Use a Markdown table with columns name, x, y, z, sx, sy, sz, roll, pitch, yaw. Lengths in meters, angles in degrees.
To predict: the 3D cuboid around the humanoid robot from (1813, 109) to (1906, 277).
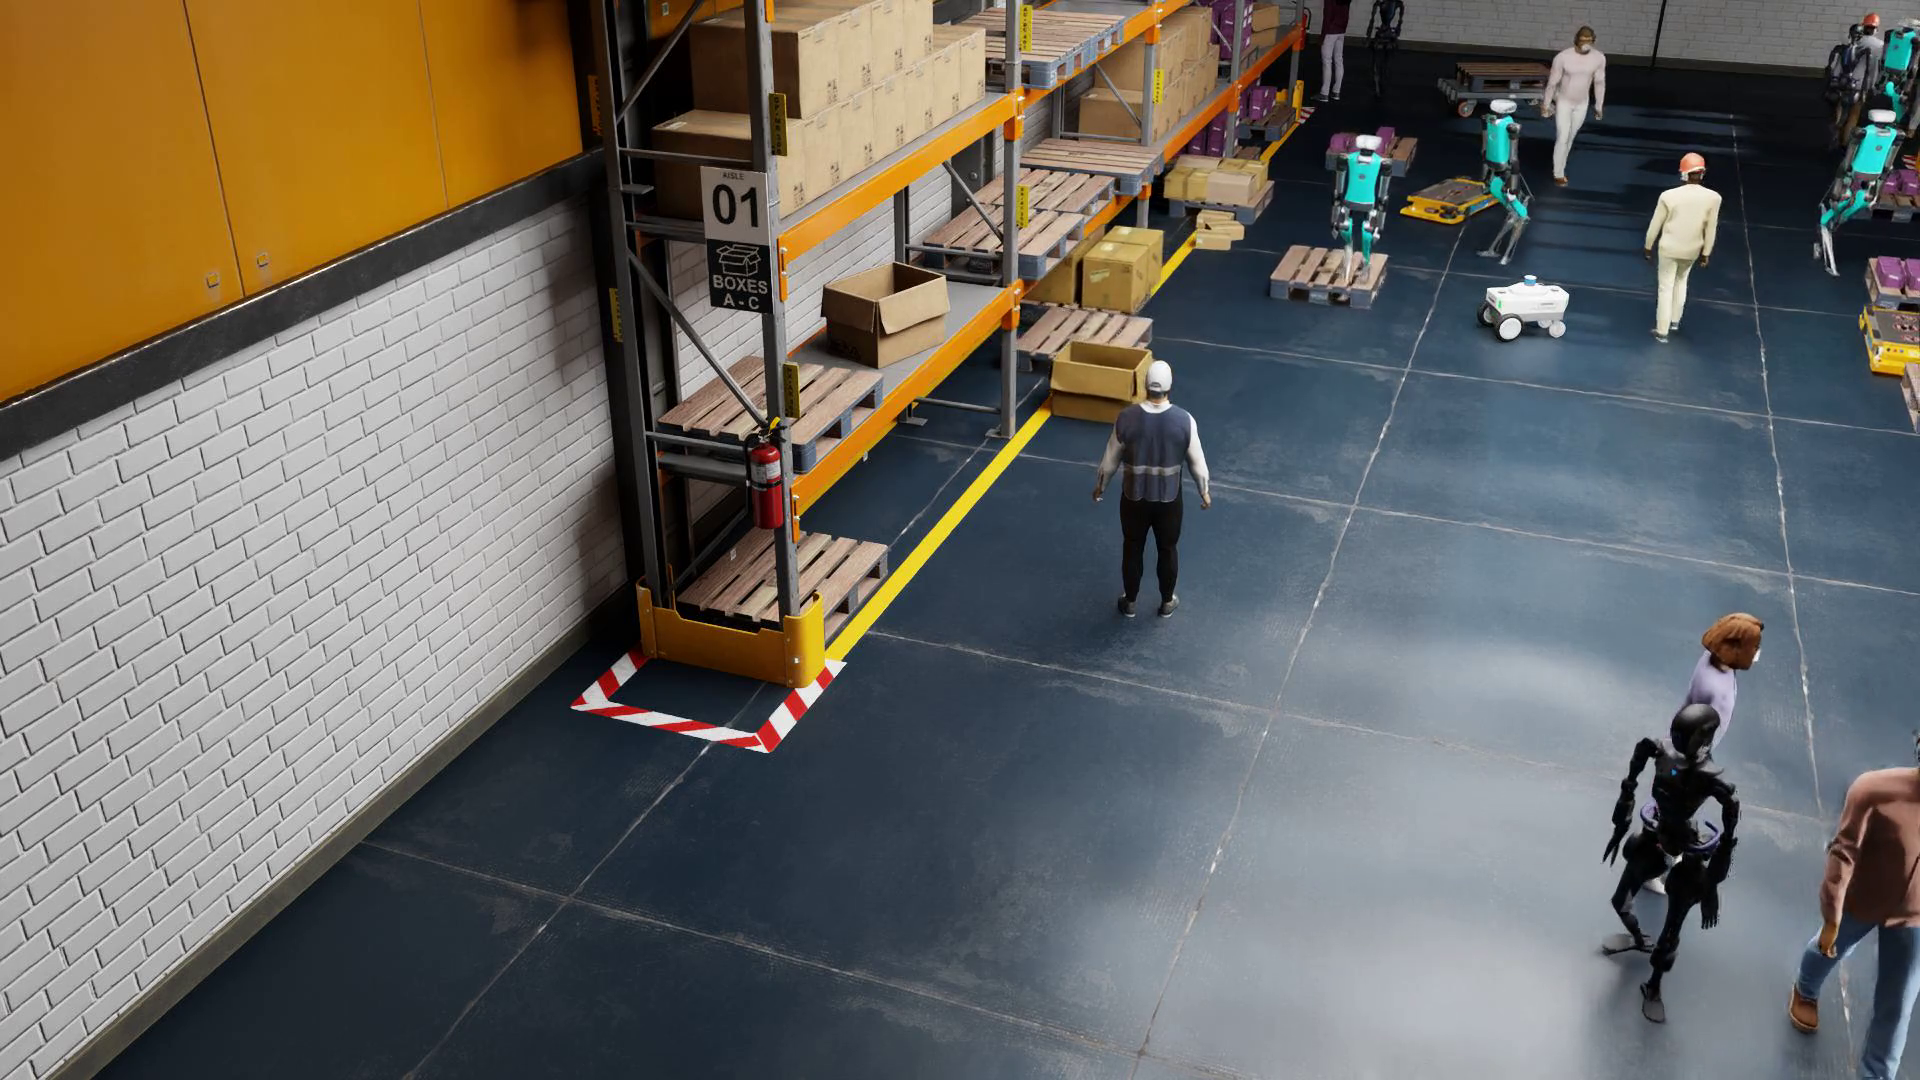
| name | x | y | z | sx | sy | sz | roll | pitch | yaw |
| --- | --- | --- | --- | --- | --- | --- | --- | --- | --- |
| humanoid robot | 9.160 | -3.613 | 17.223 | 0.555 | 1.830 | 0.889 | 0 | 27 | -1 |

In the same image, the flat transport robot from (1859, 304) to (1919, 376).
| name | x | y | z | sx | sy | sz | roll | pitch | yaw |
| --- | --- | --- | --- | --- | --- | --- | --- | --- | --- |
| flat transport robot | 8.695 | -1.822 | 15.284 | 0.659 | 0.231 | 1.431 | 10 | 29 | 19 |

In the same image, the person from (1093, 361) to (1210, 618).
| name | x | y | z | sx | sy | sz | roll | pitch | yaw |
| --- | --- | --- | --- | --- | --- | --- | --- | --- | --- |
| person | 1.237 | -0.314 | 10.732 | 0.757 | 1.757 | 0.449 | 3 | 27 | 6 |

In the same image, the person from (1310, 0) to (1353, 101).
| name | x | y | z | sx | sy | sz | roll | pitch | yaw |
| --- | --- | --- | --- | --- | --- | --- | --- | --- | --- |
| person | 5.470 | -7.407 | 24.287 | 0.491 | 1.951 | 0.422 | -17 | 32 | -29 |

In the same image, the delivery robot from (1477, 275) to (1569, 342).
| name | x | y | z | sx | sy | sz | roll | pitch | yaw |
| --- | --- | --- | --- | --- | --- | --- | --- | --- | --- |
| delivery robot | 5.328 | -2.198 | 15.697 | 0.782 | 0.589 | 0.499 | -3 | 27 | -5 |

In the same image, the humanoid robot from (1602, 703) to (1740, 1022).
| name | x | y | z | sx | sy | sz | roll | pitch | yaw |
| --- | --- | --- | --- | --- | --- | --- | --- | --- | --- |
| humanoid robot | 3.236 | 1.397 | 7.512 | 0.474 | 1.647 | 0.607 | -17 | 32 | -29 |

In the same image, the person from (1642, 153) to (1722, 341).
| name | x | y | z | sx | sy | sz | roll | pitch | yaw |
| --- | --- | --- | --- | --- | --- | --- | --- | --- | --- |
| person | 6.654 | -2.736 | 15.461 | 0.574 | 1.725 | 0.579 | 0 | 27 | 1 |

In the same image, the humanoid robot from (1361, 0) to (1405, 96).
| name | x | y | z | sx | sy | sz | roll | pitch | yaw |
| --- | --- | --- | --- | --- | --- | --- | --- | --- | --- |
| humanoid robot | 6.270 | -7.435 | 24.670 | 0.605 | 1.647 | 0.593 | -8 | 28 | -16 |

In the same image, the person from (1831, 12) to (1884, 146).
| name | x | y | z | sx | sy | sz | roll | pitch | yaw |
| --- | --- | --- | --- | --- | --- | --- | --- | --- | --- |
| person | 11.759 | -6.027 | 21.842 | 0.568 | 1.728 | 0.669 | 11 | 29 | 21 |

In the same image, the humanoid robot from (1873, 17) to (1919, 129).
| name | x | y | z | sx | sy | sz | roll | pitch | yaw |
| --- | --- | --- | --- | --- | --- | --- | --- | --- | --- |
| humanoid robot | 12.195 | -5.887 | 21.549 | 0.981 | 1.735 | 0.566 | -11 | 29 | -21 |

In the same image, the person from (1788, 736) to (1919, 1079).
| name | x | y | z | sx | sy | sz | roll | pitch | yaw |
| --- | --- | --- | --- | --- | --- | --- | --- | --- | --- |
| person | 3.908 | 1.517 | 7.002 | 0.607 | 1.935 | 1.069 | 7 | 28 | 14 |

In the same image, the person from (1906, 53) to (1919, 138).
| name | x | y | z | sx | sy | sz | roll | pitch | yaw |
| --- | --- | --- | --- | --- | --- | --- | --- | --- | --- |
| person | 13.135 | -6.289 | 22.240 | 0.620 | 1.838 | 0.429 | 12 | 30 | 22 |

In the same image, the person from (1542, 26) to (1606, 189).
| name | x | y | z | sx | sy | sz | roll | pitch | yaw |
| --- | --- | --- | --- | --- | --- | --- | --- | --- | --- |
| person | 7.441 | -5.217 | 20.096 | 0.645 | 1.895 | 0.921 | -2 | 27 | -3 |

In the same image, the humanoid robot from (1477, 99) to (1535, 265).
| name | x | y | z | sx | sy | sz | roll | pitch | yaw |
| --- | --- | --- | --- | --- | --- | --- | --- | --- | --- |
| humanoid robot | 5.763 | -3.748 | 17.411 | 0.774 | 1.748 | 0.578 | -11 | 29 | -21 |

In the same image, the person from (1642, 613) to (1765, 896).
| name | x | y | z | sx | sy | sz | roll | pitch | yaw |
| --- | --- | --- | --- | --- | --- | --- | --- | --- | --- |
| person | 3.647 | 1.054 | 8.239 | 0.345 | 1.611 | 0.508 | 13 | 30 | 24 |

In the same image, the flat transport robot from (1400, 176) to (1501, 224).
| name | x | y | z | sx | sy | sz | roll | pitch | yaw |
| --- | --- | --- | --- | --- | --- | --- | --- | --- | --- |
| flat transport robot | 5.801 | -3.976 | 19.463 | 0.659 | 0.231 | 1.431 | 22 | 35 | 36 |

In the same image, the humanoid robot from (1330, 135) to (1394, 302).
| name | x | y | z | sx | sy | sz | roll | pitch | yaw |
| --- | --- | --- | --- | --- | --- | --- | --- | --- | --- |
| humanoid robot | 3.890 | -3.052 | 16.186 | 0.538 | 1.883 | 0.768 | 10 | 29 | 18 |

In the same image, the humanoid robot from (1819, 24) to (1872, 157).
| name | x | y | z | sx | sy | sz | roll | pitch | yaw |
| --- | --- | --- | --- | --- | --- | --- | --- | --- | --- |
| humanoid robot | 11.434 | -5.814 | 21.502 | 0.427 | 1.643 | 0.584 | -24 | 36 | -39 |
